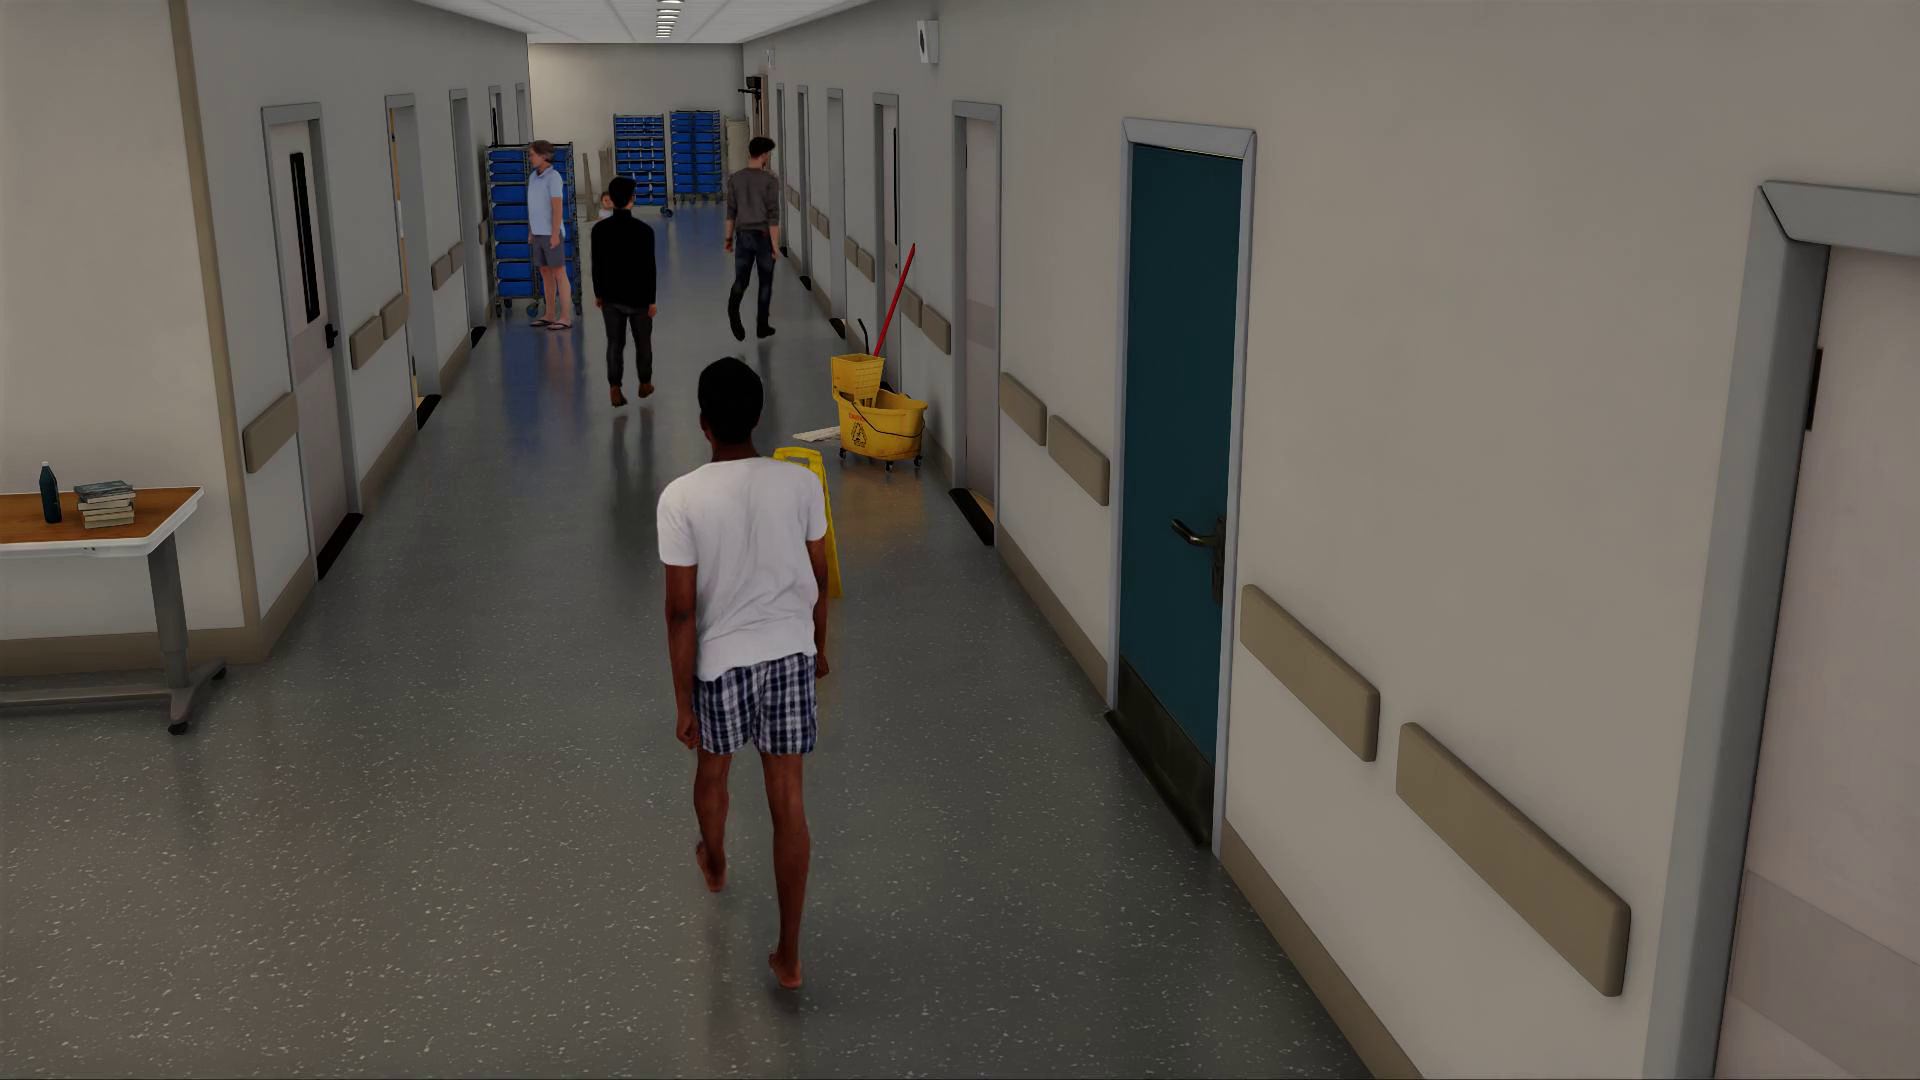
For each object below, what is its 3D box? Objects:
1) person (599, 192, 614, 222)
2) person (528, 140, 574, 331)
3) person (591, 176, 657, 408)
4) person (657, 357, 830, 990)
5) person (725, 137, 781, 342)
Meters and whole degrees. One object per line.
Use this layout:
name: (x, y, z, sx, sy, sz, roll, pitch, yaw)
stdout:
person: (-4.428, -3.881, 20.986, 0.471, 1.012, 0.583, -6, 17, -20)
person: (-4.049, -3.023, 16.436, 0.805, 1.830, 0.696, -14, 21, -41)
person: (-2.512, -1.806, 12.382, 0.803, 1.688, 1.128, 1, 16, 3)
person: (-0.551, 0.402, 4.555, 0.673, 1.684, 1.133, -4, 16, -13)
person: (-1.930, -2.732, 15.347, 1.020, 1.861, 1.267, 3, 16, 10)
